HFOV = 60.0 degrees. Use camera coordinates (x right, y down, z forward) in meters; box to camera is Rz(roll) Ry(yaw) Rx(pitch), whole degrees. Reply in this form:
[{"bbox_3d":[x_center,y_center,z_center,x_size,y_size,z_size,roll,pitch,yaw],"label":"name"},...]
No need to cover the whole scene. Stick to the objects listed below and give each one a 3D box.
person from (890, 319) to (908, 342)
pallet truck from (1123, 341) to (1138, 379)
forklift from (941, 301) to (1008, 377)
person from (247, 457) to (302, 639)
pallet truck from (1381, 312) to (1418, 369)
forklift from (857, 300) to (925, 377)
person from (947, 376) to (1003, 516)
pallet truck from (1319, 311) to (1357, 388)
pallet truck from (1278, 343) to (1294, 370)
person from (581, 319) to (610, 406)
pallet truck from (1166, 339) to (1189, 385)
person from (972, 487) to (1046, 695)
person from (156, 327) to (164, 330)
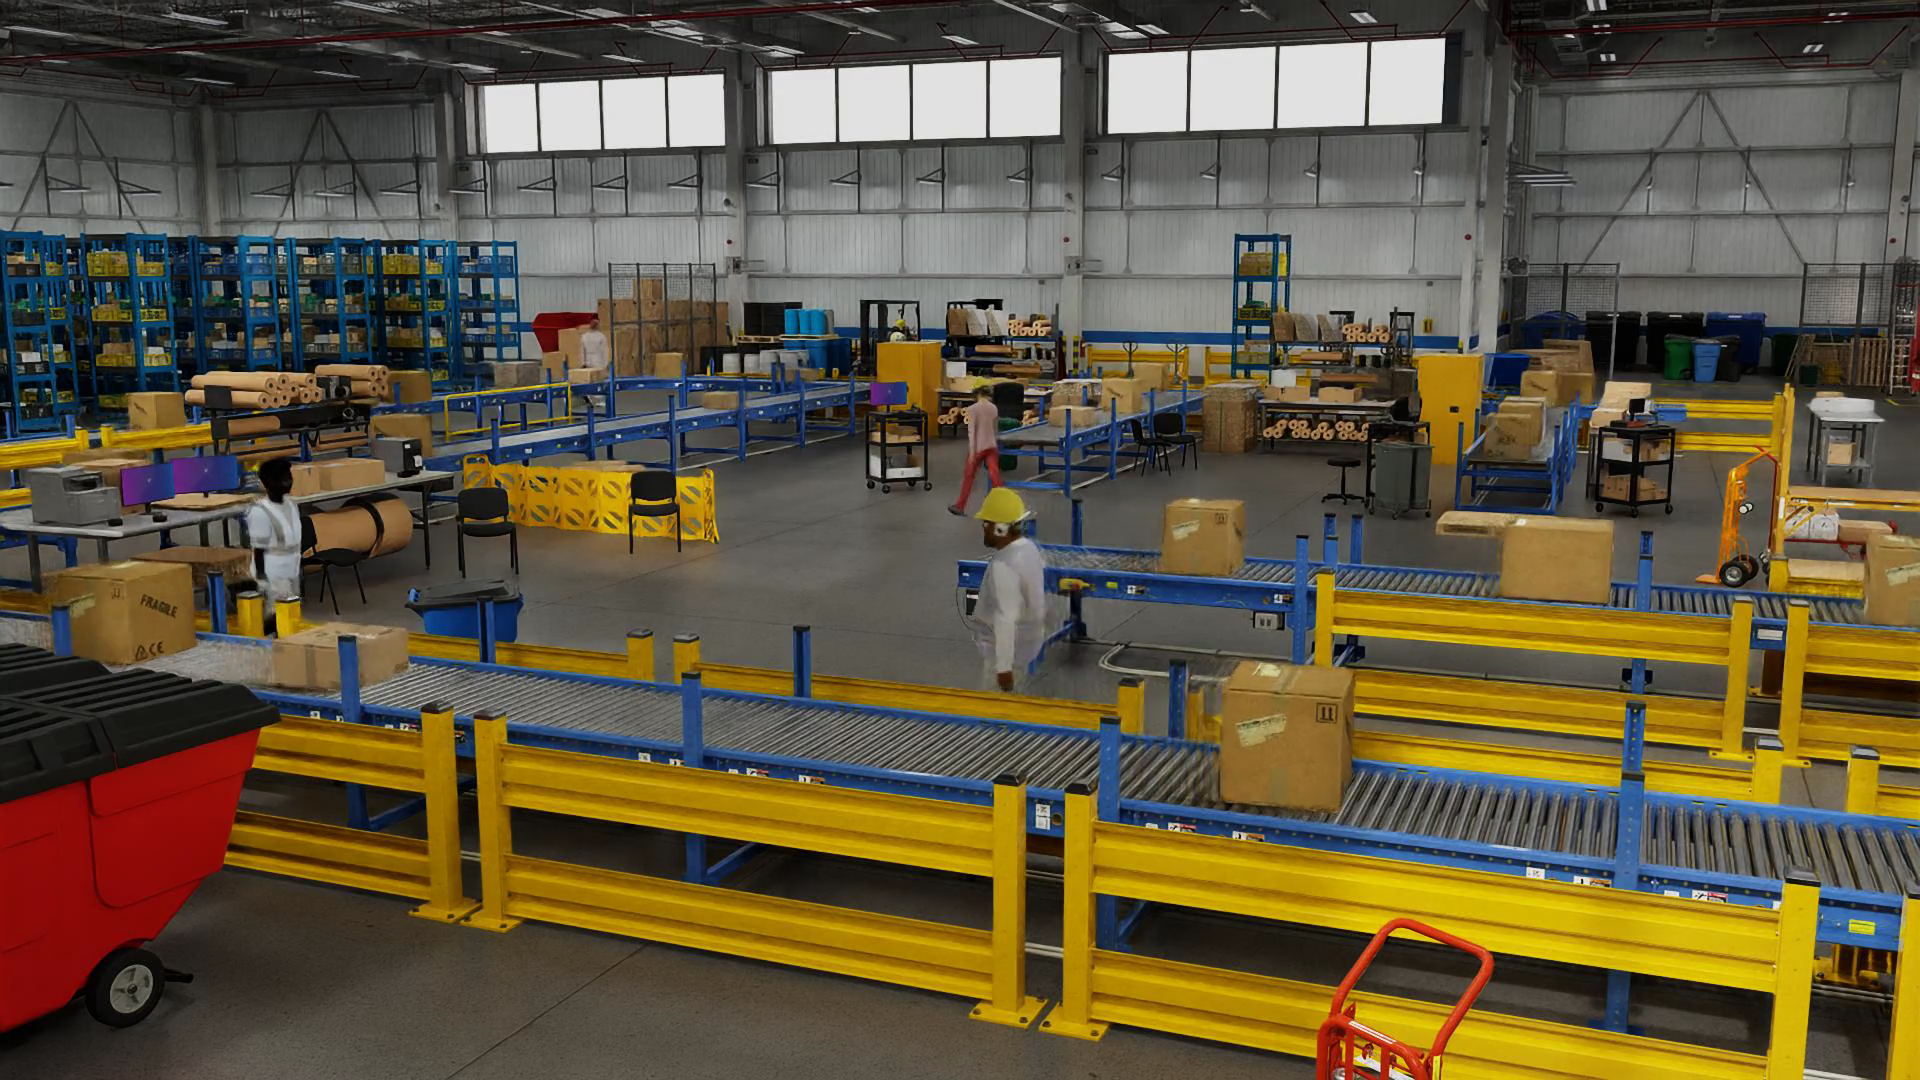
[{"bbox_3d":[-1.344,-4.073,37.593,0.404,1.830,0.603,-6,11,-31],"label":"person"},{"bbox_3d":[4.445,-4.380,41.279,0.680,1.201,1.601,4,10,22],"label":"pallet truck"},{"bbox_3d":[0.365,-4.966,41.571,1.157,1.987,2.680,3,10,20],"label":"forklift"},{"bbox_3d":[-4.986,0.228,11.989,0.644,1.676,0.539,1,9,8],"label":"person"},{"bbox_3d":[10.207,-4.283,38.369,0.823,1.965,1.885,3,10,20],"label":"pallet truck"},{"bbox_3d":[-1.732,-5.109,42.468,1.157,1.987,2.680,4,10,22],"label":"forklift"},{"bbox_3d":[0.247,-1.099,19.935,0.550,1.716,0.918,-9,13,-42],"label":"person"},{"bbox_3d":[9.071,-4.419,39.190,0.823,1.965,1.885,5,10,26],"label":"pallet truck"},{"bbox_3d":[7.886,-4.163,39.743,0.653,1.274,1.630,4,10,22],"label":"pallet truck"},{"bbox_3d":[-7.824,-3.816,35.861,0.646,1.892,0.448,5,11,27],"label":"person"},{"bbox_3d":[5.418,-4.269,40.420,0.704,1.261,1.522,3,10,20],"label":"pallet truck"},{"bbox_3d":[0.332,0.601,9.320,0.560,1.814,0.602,3,10,17],"label":"person"},{"bbox_3d":[-17.941,-4.031,37.358,0.569,1.831,0.411,-6,11,-34],"label":"person"}]
